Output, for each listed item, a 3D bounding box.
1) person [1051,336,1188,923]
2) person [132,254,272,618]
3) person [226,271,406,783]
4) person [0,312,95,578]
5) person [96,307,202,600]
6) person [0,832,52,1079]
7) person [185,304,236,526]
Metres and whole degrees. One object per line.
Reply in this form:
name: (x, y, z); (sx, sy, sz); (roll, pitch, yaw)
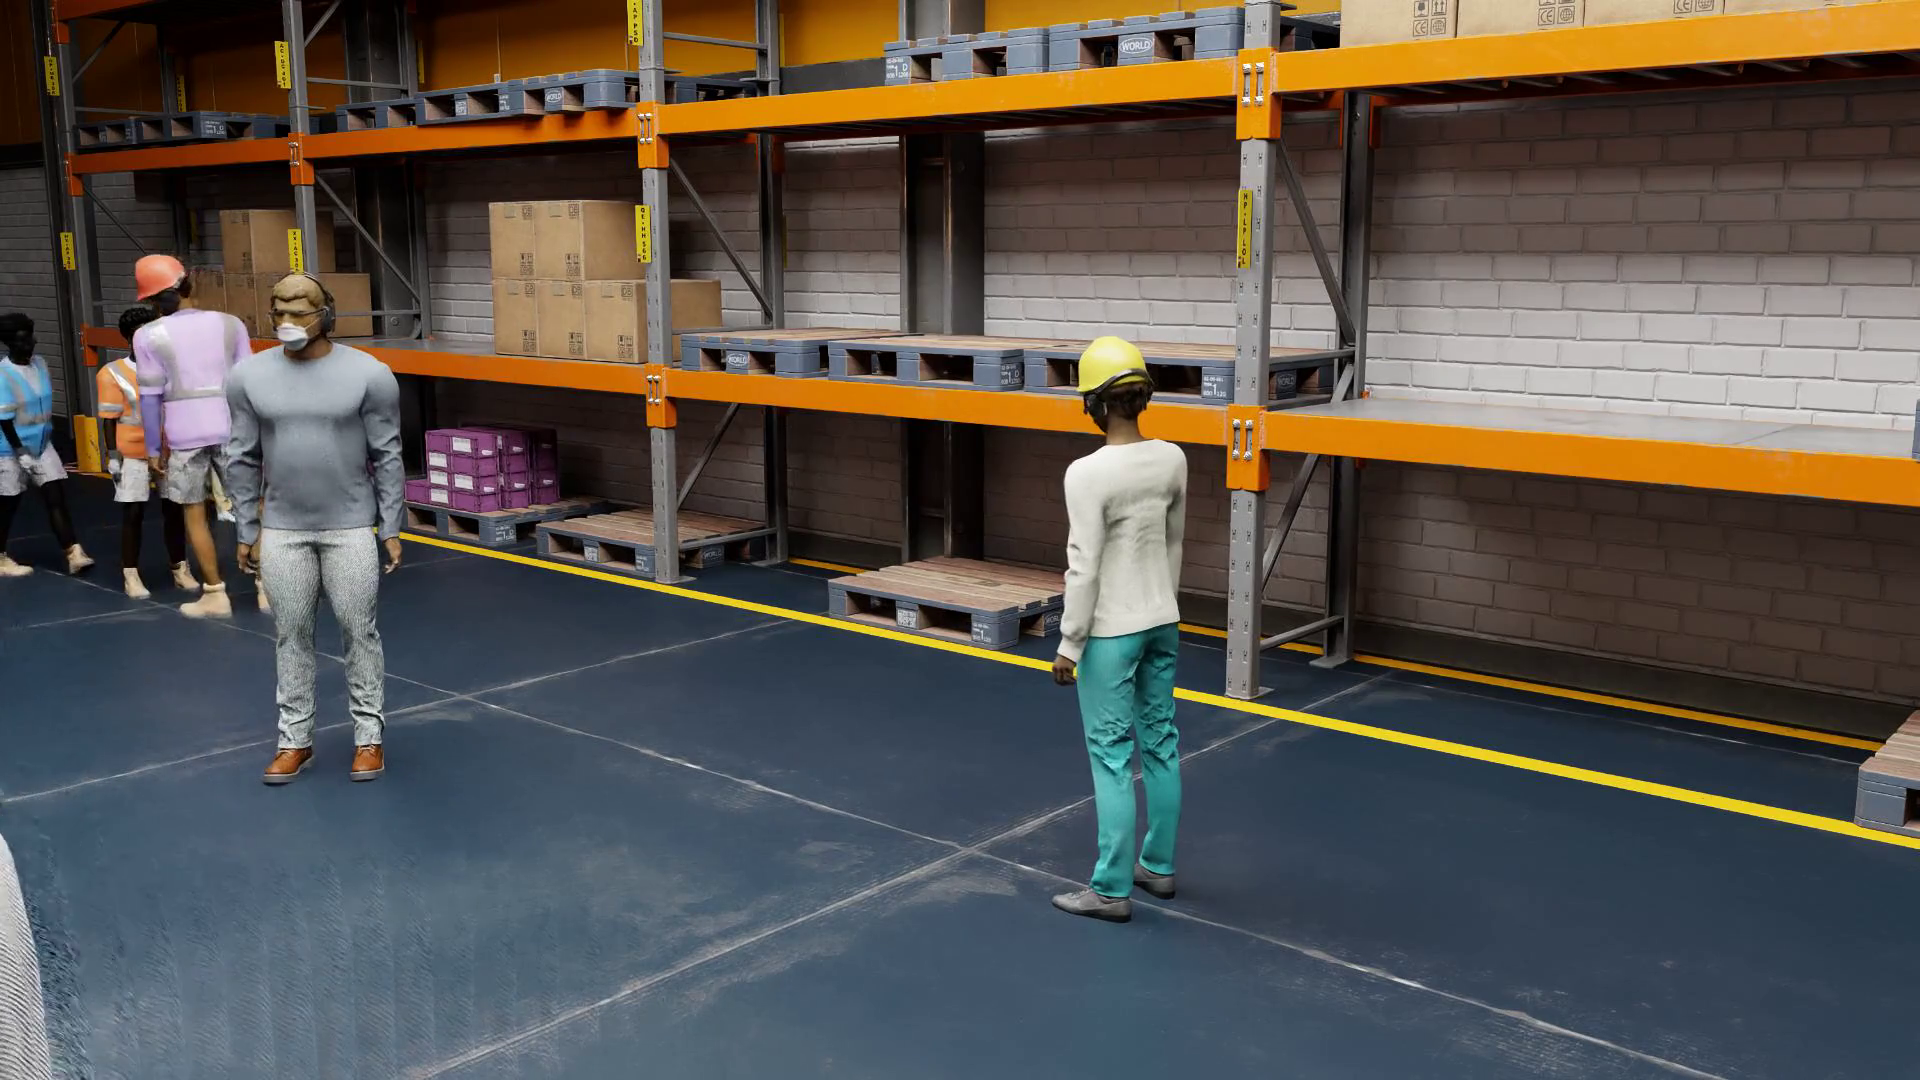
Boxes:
person: (0.475, 0.272, 5.033); (0.523, 1.762, 0.329); (-10, 14, -44)
person: (-4.065, -0.559, 9.122); (0.792, 1.988, 0.478); (-8, 13, -39)
person: (-2.423, -0.038, 6.293); (0.635, 1.936, 0.353); (-1, 10, -7)
person: (-5.641, -0.557, 10.079); (0.744, 1.638, 0.562); (2, 10, 13)
person: (-4.693, -0.497, 9.626); (0.321, 1.688, 0.535); (7, 12, 36)
person: (-1.048, 0.869, 1.435); (0.730, 1.838, 0.536); (-5, 11, -28)
person: (-5.493, -0.903, 12.117); (0.284, 1.625, 0.492); (6, 12, 32)
